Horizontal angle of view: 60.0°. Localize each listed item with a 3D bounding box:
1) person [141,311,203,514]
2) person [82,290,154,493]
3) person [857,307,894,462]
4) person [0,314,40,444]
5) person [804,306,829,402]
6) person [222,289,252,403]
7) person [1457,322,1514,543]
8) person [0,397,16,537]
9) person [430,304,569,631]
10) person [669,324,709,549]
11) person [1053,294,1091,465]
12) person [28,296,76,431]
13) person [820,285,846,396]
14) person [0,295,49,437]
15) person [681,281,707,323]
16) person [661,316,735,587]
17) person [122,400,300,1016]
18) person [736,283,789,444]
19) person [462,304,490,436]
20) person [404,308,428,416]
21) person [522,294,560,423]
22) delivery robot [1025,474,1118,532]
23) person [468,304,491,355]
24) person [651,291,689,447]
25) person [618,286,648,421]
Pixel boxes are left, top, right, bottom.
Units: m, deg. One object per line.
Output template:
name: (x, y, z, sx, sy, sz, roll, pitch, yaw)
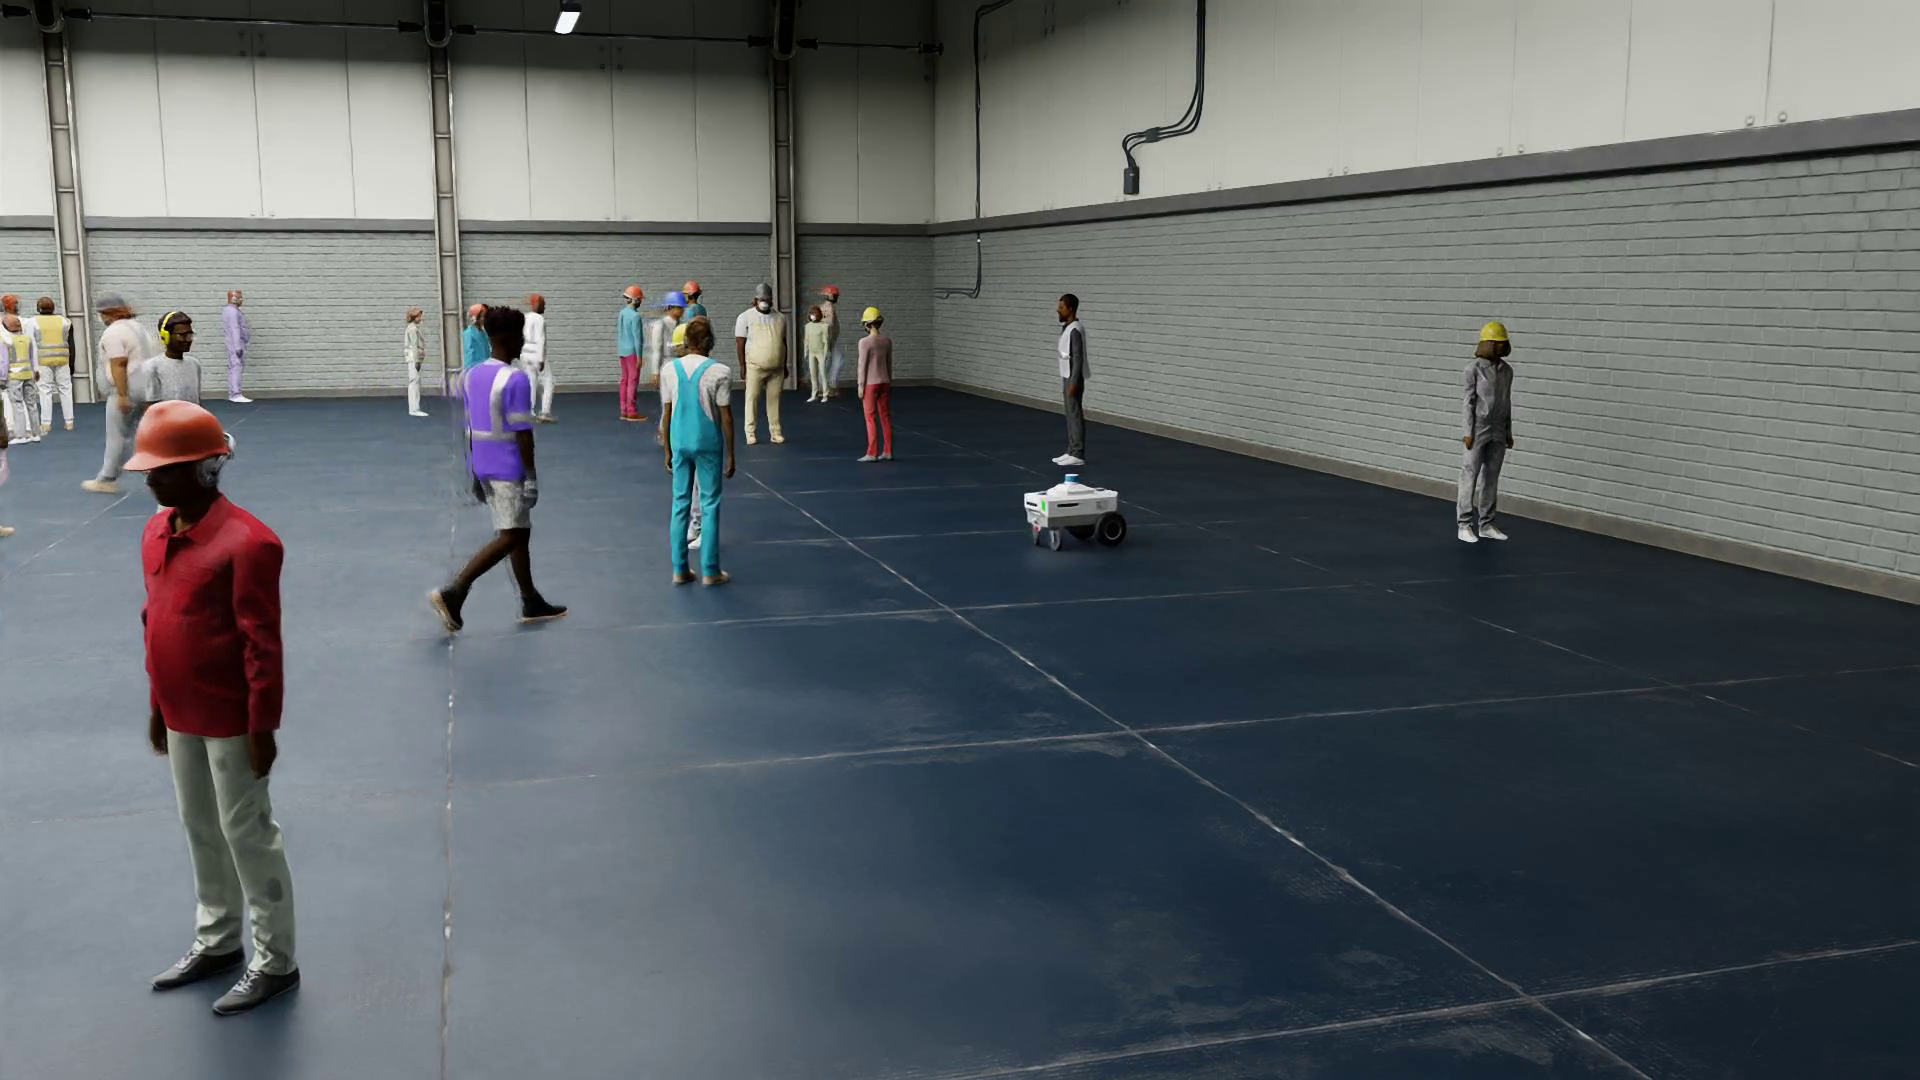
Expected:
person: (-5.380, -0.639, 11.473, 0.322, 1.860, 0.522, 3, 9, 19)
person: (-8.134, -1.486, 16.289, 0.846, 2.000, 0.703, 1, 9, 5)
person: (-0.977, -1.765, 18.969, 0.335, 1.760, 0.523, 8, 12, 40)
person: (-11.879, -2.020, 20.980, 0.315, 1.636, 0.515, 2, 9, 15)
person: (-2.421, -3.141, 28.157, 0.501, 1.627, 0.288, 5, 10, 31)
person: (-12.227, -3.277, 28.144, 0.403, 1.906, 0.652, -5, 10, -30)
person: (4.196, -0.854, 13.197, 0.484, 1.745, 0.297, -4, 10, -25)
person: (-7.778, -0.881, 13.088, 0.525, 1.833, 0.611, 3, 9, 16)
person: (-2.754, -0.417, 9.802, 0.886, 1.938, 0.607, -8, 12, -43)
person: (-2.071, -0.800, 12.882, 0.322, 1.735, 0.487, -4, 10, -25)
person: (1.265, -1.793, 18.634, 0.395, 1.919, 0.590, -1, 9, -4)
person: (-12.508, -2.421, 22.882, 0.625, 1.846, 0.429, -8, 12, -42)
person: (-2.241, -3.538, 29.566, 0.567, 1.975, 0.655, -2, 9, -14)
person: (-12.466, -2.285, 21.988, 0.669, 1.870, 0.341, 0, 9, -1)
person: (-4.085, -2.934, 25.516, 0.386, 2.045, 0.605, 2, 9, 11)
person: (-1.763, -0.592, 11.256, 0.519, 1.834, 0.361, 2, 9, 13)
person: (-2.155, 0.472, 4.746, 0.573, 1.743, 0.354, 6, 11, 34)
person: (-2.456, -2.227, 21.014, 0.689, 2.000, 0.537, -5, 10, -28)
person: (-6.377, -2.251, 22.078, 0.342, 1.751, 0.564, 1, 9, 9)
person: (-8.276, -2.694, 25.281, 0.308, 1.636, 0.523, -3, 10, -21)
person: (-6.091, -2.622, 24.093, 0.625, 1.860, 0.607, -8, 12, -42)
delivery robot: (0.867, -0.271, 12.959, 0.707, 0.478, 0.477, -4, 10, -25)
person: (-7.560, -2.899, 26.424, 0.536, 1.691, 0.320, 2, 9, 13)
person: (-3.429, -2.024, 20.056, 0.450, 1.930, 0.635, 6, 11, 34)
person: (-4.816, -2.747, 24.536, 0.416, 1.987, 0.607, -6, 11, -34)
